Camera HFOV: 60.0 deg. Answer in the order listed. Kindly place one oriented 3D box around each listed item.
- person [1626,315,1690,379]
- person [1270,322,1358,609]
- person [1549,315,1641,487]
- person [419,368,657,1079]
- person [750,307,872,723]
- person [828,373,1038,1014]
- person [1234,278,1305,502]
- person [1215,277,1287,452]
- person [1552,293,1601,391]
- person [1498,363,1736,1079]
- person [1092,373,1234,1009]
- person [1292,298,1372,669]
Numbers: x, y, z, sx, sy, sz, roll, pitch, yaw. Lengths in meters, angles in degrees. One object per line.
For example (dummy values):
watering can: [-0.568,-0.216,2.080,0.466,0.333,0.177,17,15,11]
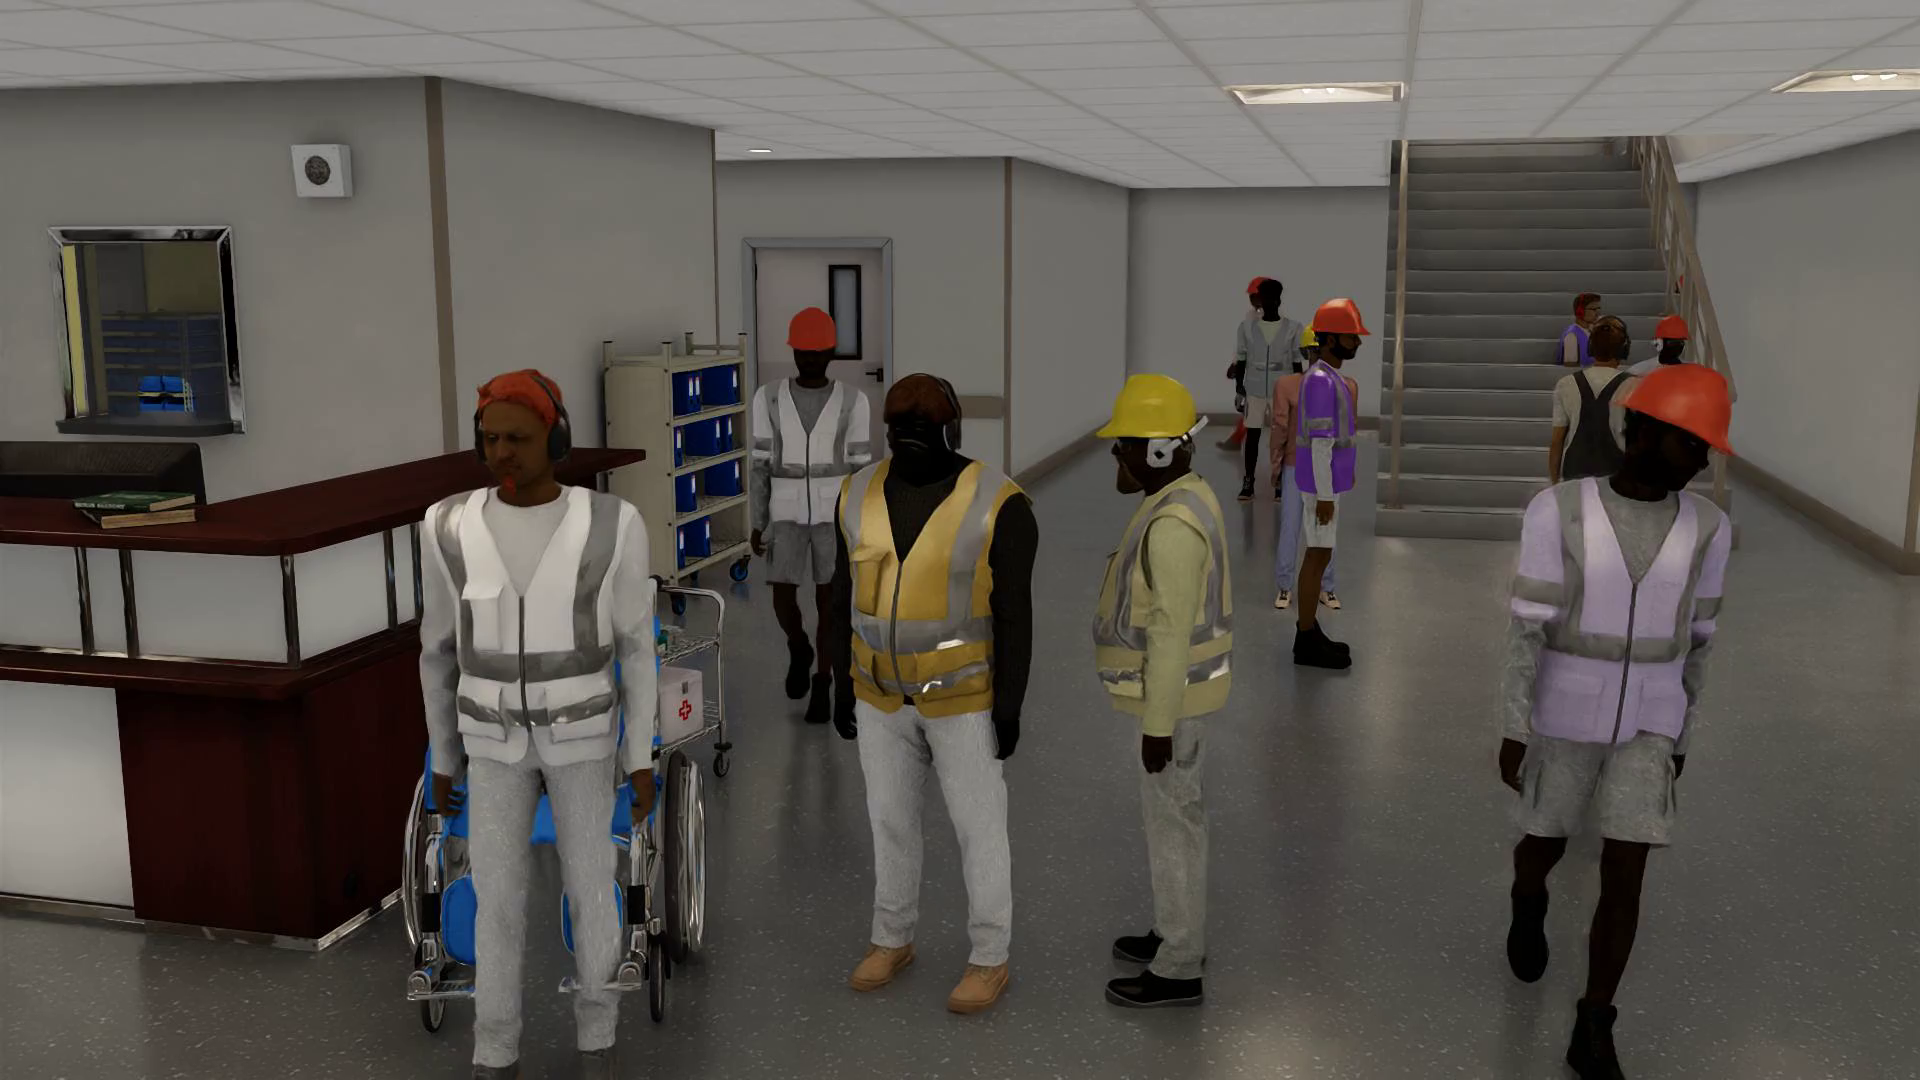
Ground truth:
person: [4.880,-0.681,11.552,0.561,1.756,0.318,-1,10,-7]
person: [2.160,-0.452,10.175,0.533,1.772,0.299,0,10,3]
person: [3.381,-0.259,8.805,0.520,1.844,0.330,7,12,35]
person: [-1.049,0.520,4.132,0.585,1.883,0.395,0,10,-1]
person: [-0.691,-0.114,7.728,0.574,1.925,0.457,0,10,-1]
person: [-0.093,0.437,4.770,0.625,1.835,0.431,5,11,25]
person: [2.723,-1.318,14.692,0.609,1.965,0.364,3,10,15]
person: [3.336,-1.953,18.546,1.049,1.941,0.624,-3,10,-18]
person: [5.384,-1.237,14.573,0.372,1.843,0.570,6,11,31]
person: [1.721,0.456,4.488,0.578,1.888,0.834,1,10,7]
person: [0.585,0.432,4.822,0.404,1.825,0.595,1,10,8]
person: [1.953,-0.300,8.782,0.365,1.935,0.553,2,10,13]
